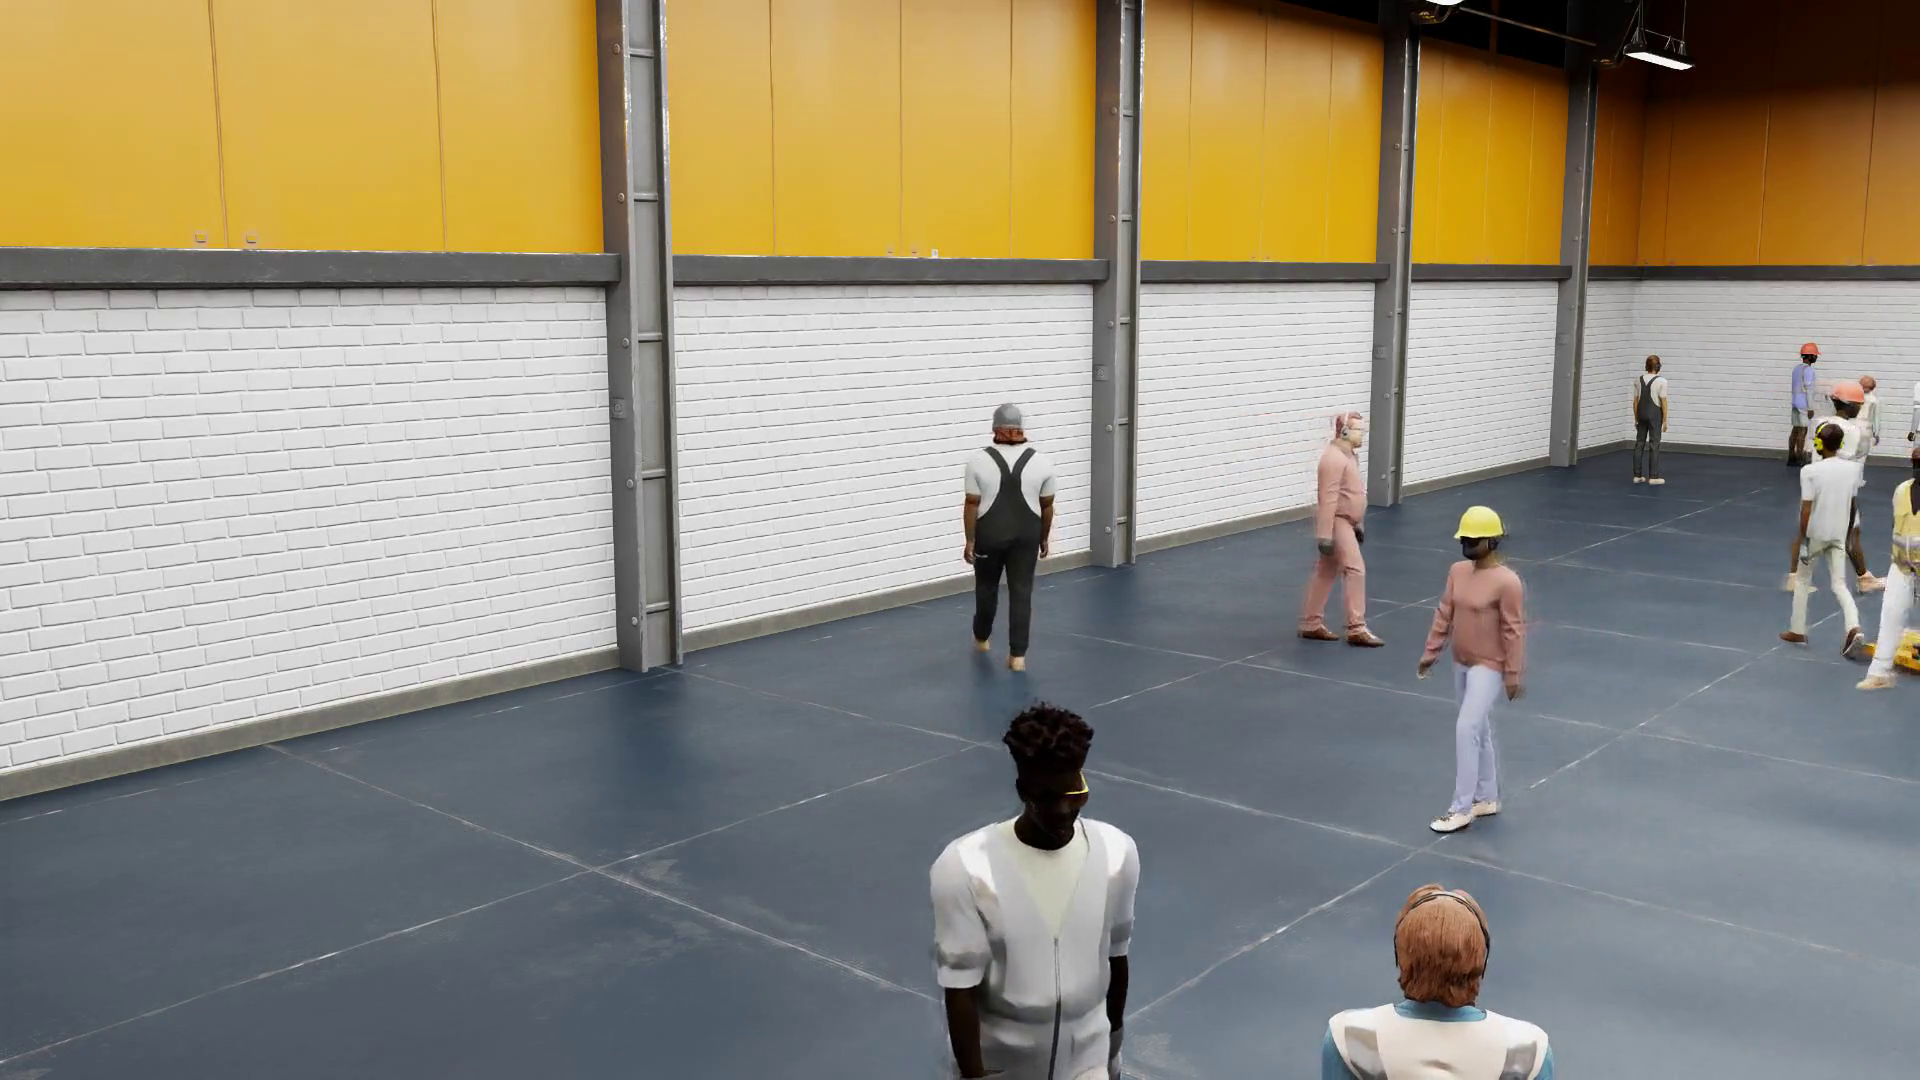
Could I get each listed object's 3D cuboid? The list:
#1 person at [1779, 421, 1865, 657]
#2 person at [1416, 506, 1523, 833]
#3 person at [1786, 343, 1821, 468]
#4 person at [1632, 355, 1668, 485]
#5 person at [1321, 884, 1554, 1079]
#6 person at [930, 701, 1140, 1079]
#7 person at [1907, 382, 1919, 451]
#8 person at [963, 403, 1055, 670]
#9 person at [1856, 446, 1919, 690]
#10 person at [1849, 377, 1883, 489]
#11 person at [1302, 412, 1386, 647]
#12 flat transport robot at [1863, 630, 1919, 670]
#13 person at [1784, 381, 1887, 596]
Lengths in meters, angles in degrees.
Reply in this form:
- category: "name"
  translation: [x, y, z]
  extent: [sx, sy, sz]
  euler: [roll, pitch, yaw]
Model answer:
- category: "person"
  translation: [6.864, -0.017, 13.118]
  extent: [0.518, 1.839, 0.875]
  euler: [0, 9, 1]
- category: "person"
  translation: [2.692, 0.690, 8.957]
  extent: [0.652, 1.748, 0.534]
  euler: [-3, 10, -19]
- category: "person"
  translation: [13.080, -2.083, 25.752]
  extent: [0.361, 1.940, 0.543]
  euler: [0, 9, 2]
- category: "person"
  translation: [9.844, -1.711, 23.714]
  extent: [0.345, 1.847, 0.508]
  euler: [-7, 11, -37]
- category: "person"
  translation: [1.047, 1.577, 3.716]
  extent: [0.523, 1.638, 0.311]
  euler: [1, 9, 8]
- category: "person"
  translation: [0.197, 1.342, 4.395]
  extent: [0.588, 1.911, 1.039]
  euler: [-3, 9, -16]
- category: "person"
  translation: [12.872, -1.500, 22.097]
  extent: [0.543, 1.940, 0.361]
  euler: [-1, 9, -5]
- category: "person"
  translation: [0.352, -0.074, 12.821]
  extent: [0.709, 2.000, 0.974]
  euler: [-1, 9, -6]
- category: "person"
  translation: [6.970, 0.198, 11.952]
  extent: [0.935, 1.805, 0.613]
  euler: [-4, 10, -26]
- category: "person"
  translation: [12.321, -1.451, 22.871]
  extent: [0.613, 1.578, 0.872]
  euler: [7, 12, 38]
- category: "person"
  translation: [3.153, -0.084, 13.366]
  extent: [0.830, 1.876, 0.686]
  euler: [3, 10, 20]
- category: "flat transport robot"
  translation: [7.789, 0.821, 12.743]
  extent: [1.431, 0.197, 0.652]
  euler: [-1, 9, -9]
- category: "person"
  translation: [8.186, -0.465, 15.429]
  extent: [1.011, 1.995, 0.634]
  euler: [-1, 9, -9]
